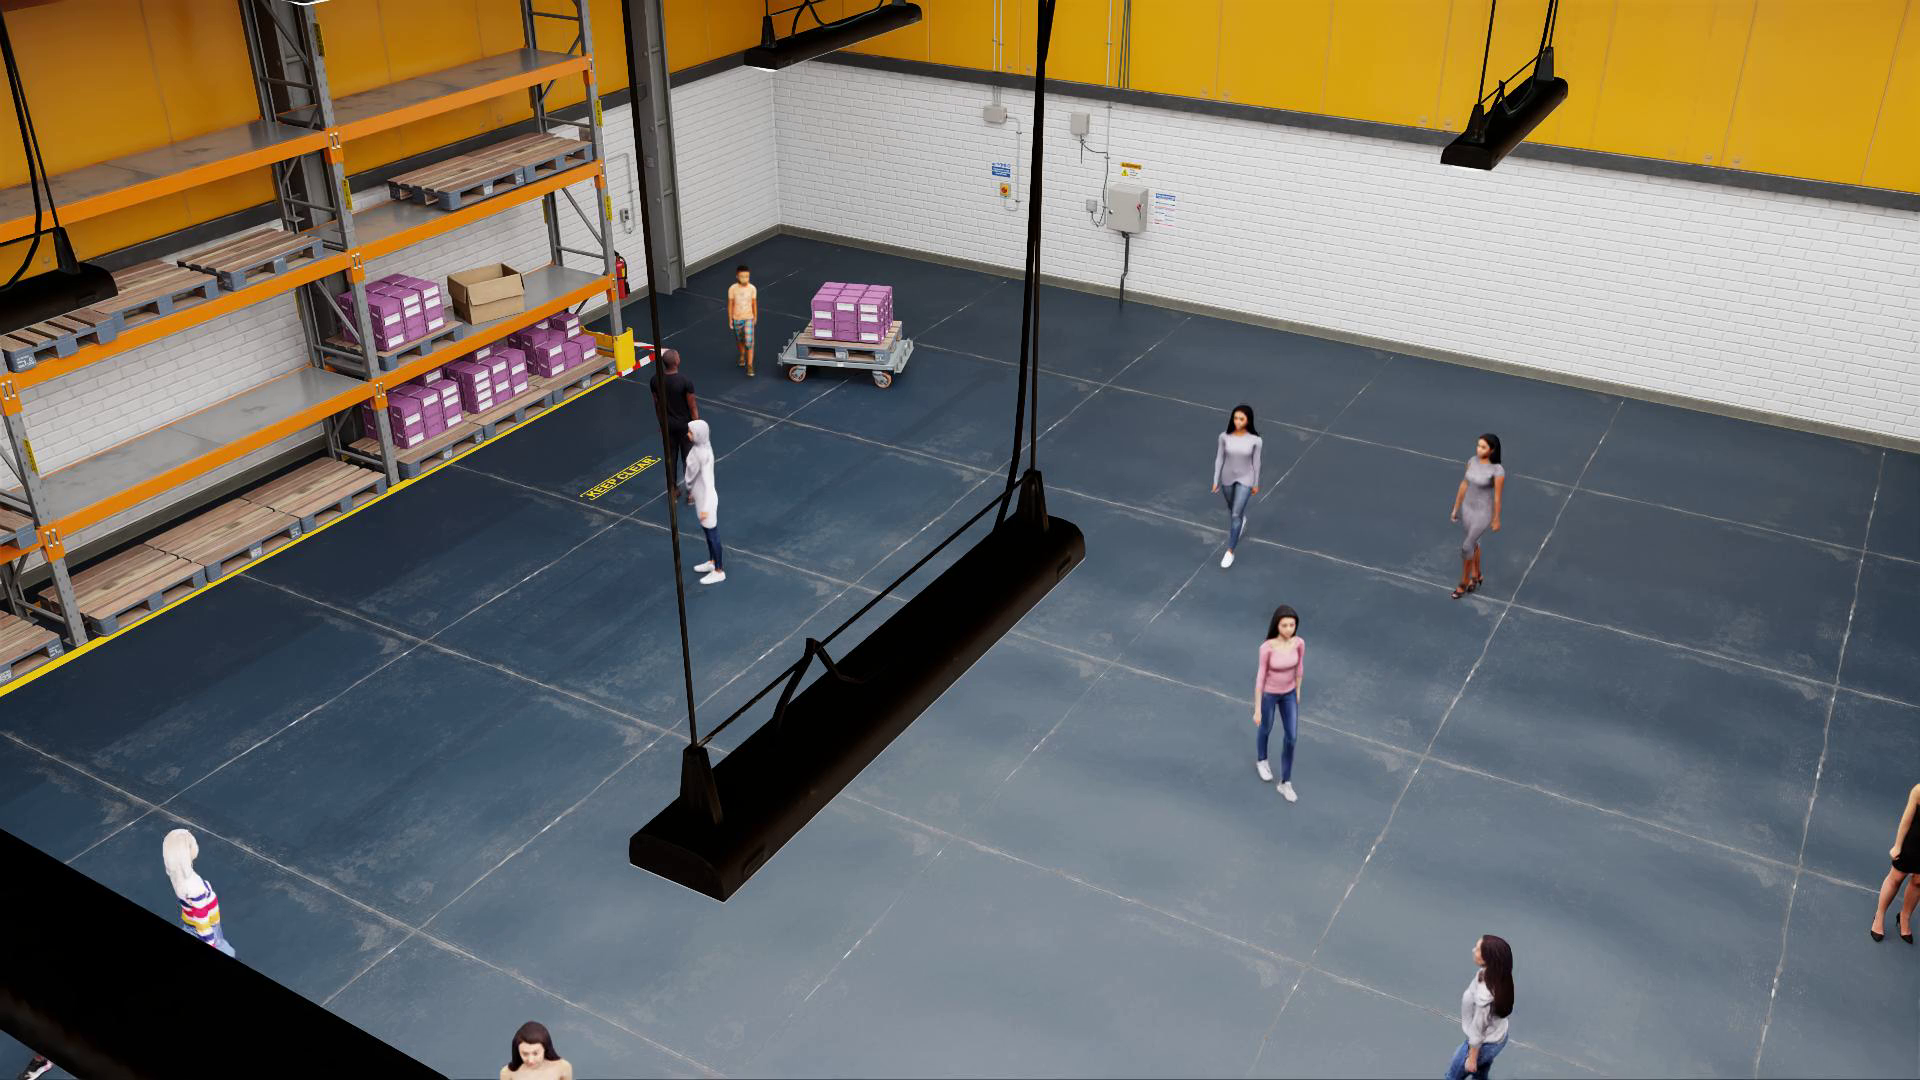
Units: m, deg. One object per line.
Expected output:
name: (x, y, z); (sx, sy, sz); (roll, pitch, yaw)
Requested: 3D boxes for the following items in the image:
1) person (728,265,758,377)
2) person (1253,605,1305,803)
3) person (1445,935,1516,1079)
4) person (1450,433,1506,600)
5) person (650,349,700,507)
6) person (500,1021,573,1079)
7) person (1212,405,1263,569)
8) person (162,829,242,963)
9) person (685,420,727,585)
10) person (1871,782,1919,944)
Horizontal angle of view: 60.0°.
person: (-2.854, -2.909, 21.802); (0.916, 1.419, 1.052); (-3, 29, -6)
person: (2.609, 1.259, 13.844); (0.913, 1.724, 0.985); (-6, 29, -11)
person: (3.362, 3.179, 10.434); (0.714, 1.619, 0.642); (20, 34, 32)
person: (5.222, -0.259, 16.583); (0.822, 1.766, 0.758); (-14, 32, -25)
person: (-3.118, -1.247, 18.338); (0.715, 1.819, 0.640); (8, 30, 15)
person: (-2.436, 3.453, 9.815); (0.768, 1.729, 0.834); (-3, 29, -6)
person: (2.925, -0.639, 17.355); (0.673, 1.693, 1.163); (14, 32, 24)
person: (-5.136, 2.734, 11.087); (1.199, 1.774, 0.880); (-23, 36, -36)
person: (-2.572, -0.399, 16.830); (0.748, 1.775, 0.694); (-8, 30, -15)
person: (7.010, 2.233, 12.136); (0.612, 1.650, 0.587); (4, 29, 8)
